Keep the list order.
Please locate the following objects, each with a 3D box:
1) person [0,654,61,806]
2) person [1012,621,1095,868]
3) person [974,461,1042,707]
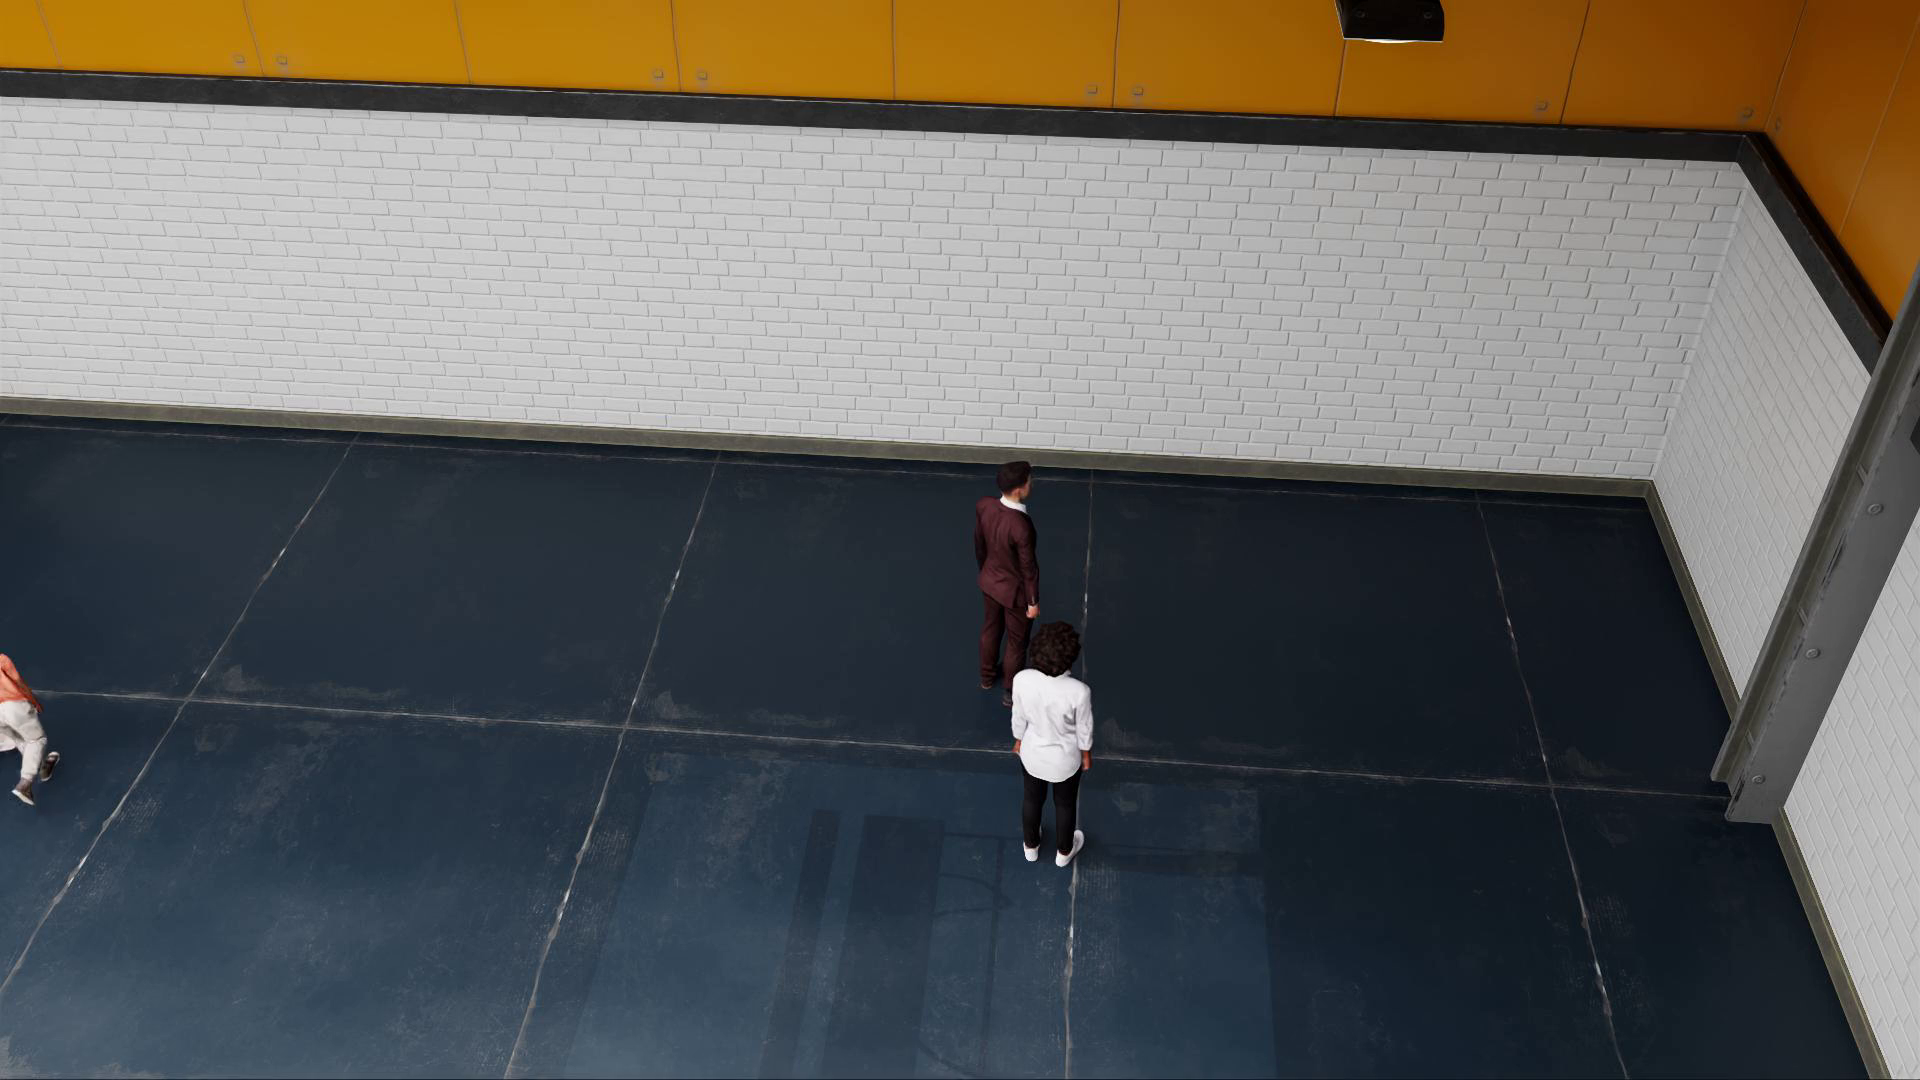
[{"bbox_3d":[-5.830,1.071,10.161,0.584,1.292,0.811,-3,39,-3],"label":"person"},{"bbox_3d":[0.528,1.195,9.591,0.677,1.809,0.640,11,40,14],"label":"person"},{"bbox_3d":[0.310,0.280,10.694,0.822,1.863,0.764,-28,47,-31],"label":"person"}]
